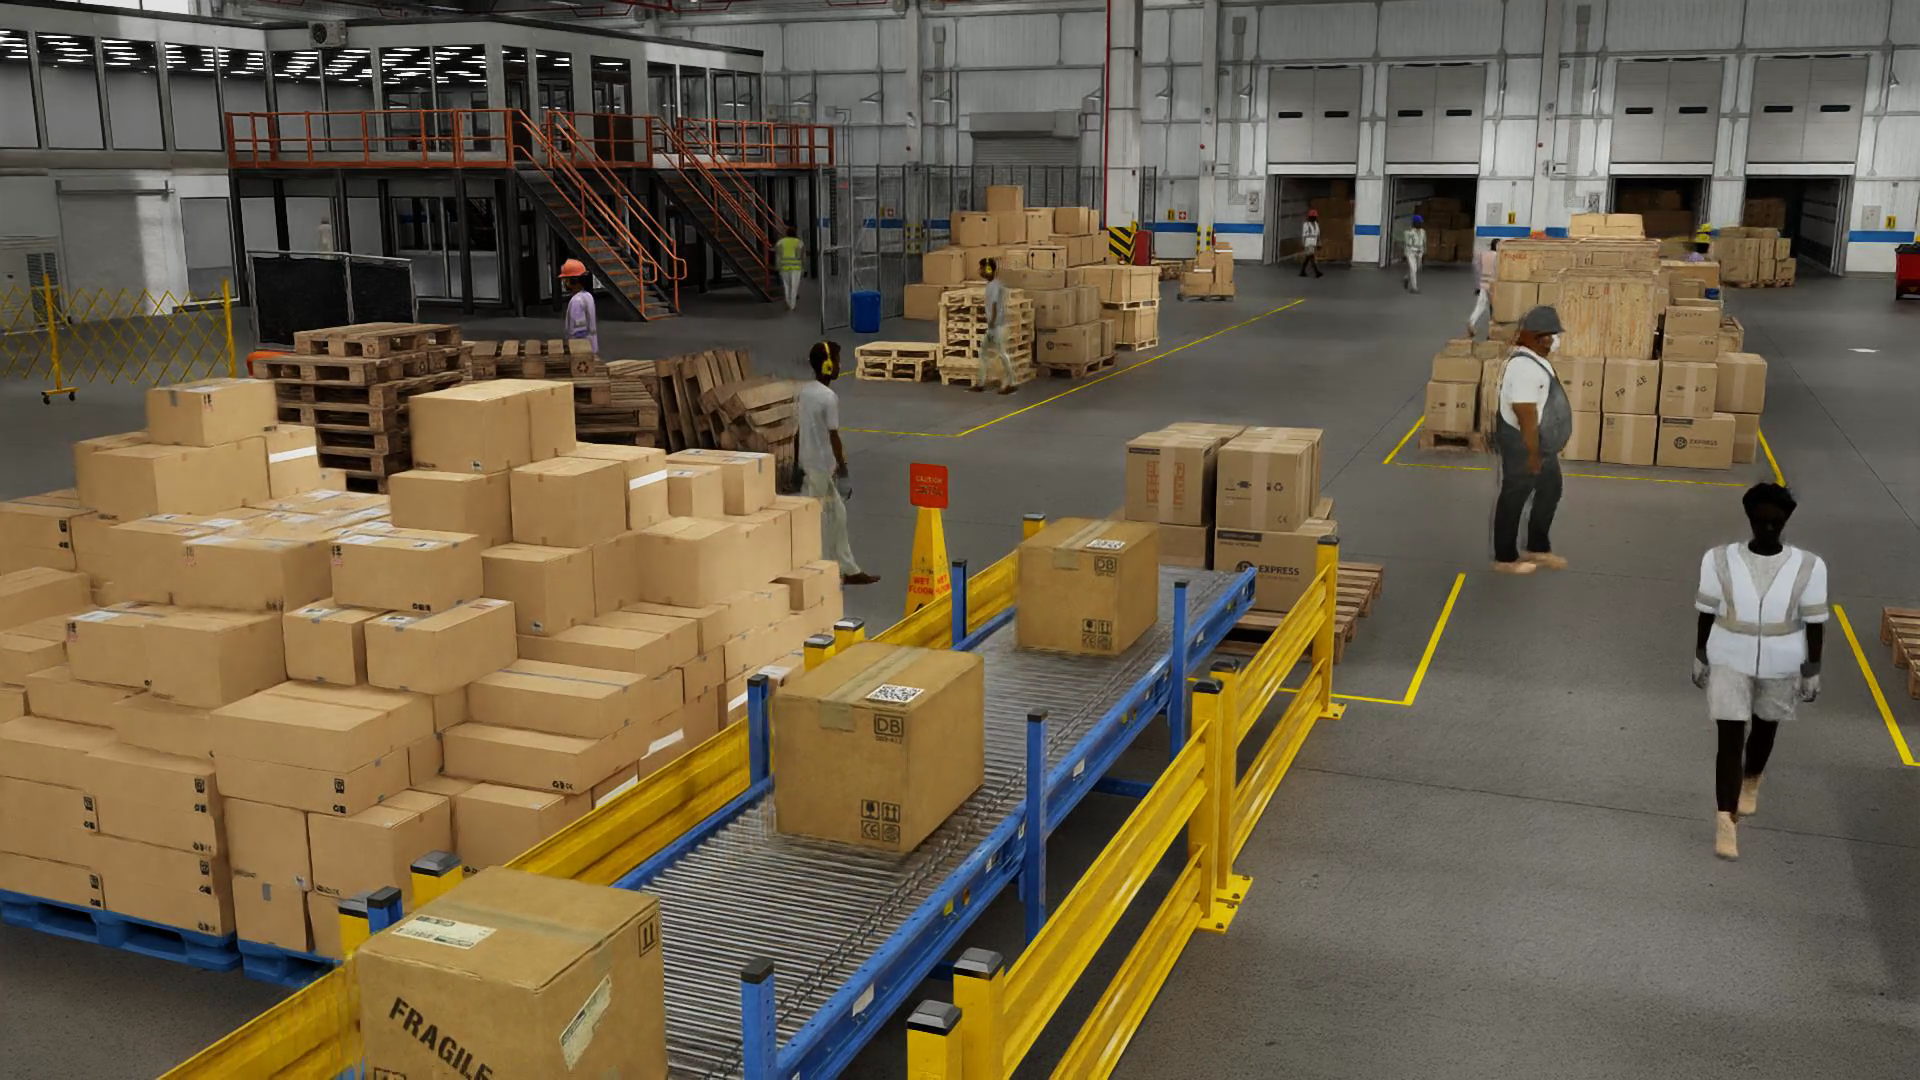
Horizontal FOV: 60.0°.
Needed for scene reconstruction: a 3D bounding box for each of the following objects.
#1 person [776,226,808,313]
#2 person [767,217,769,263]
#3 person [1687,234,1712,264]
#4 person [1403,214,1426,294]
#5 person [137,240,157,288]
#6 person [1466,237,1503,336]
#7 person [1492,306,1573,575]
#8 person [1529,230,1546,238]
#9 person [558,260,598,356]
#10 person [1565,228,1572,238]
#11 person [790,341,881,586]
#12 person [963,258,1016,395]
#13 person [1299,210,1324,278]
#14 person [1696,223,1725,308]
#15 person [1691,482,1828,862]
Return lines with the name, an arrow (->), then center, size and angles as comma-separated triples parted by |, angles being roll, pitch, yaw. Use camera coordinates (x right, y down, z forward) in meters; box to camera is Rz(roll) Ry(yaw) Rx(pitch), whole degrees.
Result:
person -> -3.556, -5.778, 35.516 | 0.659, 1.809, 0.882 | 2, 13, 8
person -> -5.778, -8.821, 48.756 | 0.395, 1.994, 0.613 | 4, 13, 18
person -> 13.142, -4.481, 29.536 | 0.986, 1.876, 0.613 | 8, 15, 32
person -> 11.148, -7.045, 40.943 | 0.620, 1.931, 0.730 | -5, 14, -23
person -> -18.270, -6.168, 37.106 | 0.662, 1.872, 0.881 | 12, 17, 42
person -> 9.591, -4.573, 30.167 | 0.851, 1.812, 0.637 | -10, 16, -37
person -> 4.340, -0.733, 12.372 | 0.682, 2.000, 0.706 | 6, 14, 24
person -> 10.398, -4.554, 29.757 | 0.990, 1.952, 0.624 | -3, 13, -14
person -> -4.175, -2.043, 18.243 | 0.394, 2.042, 0.611 | 0, 13, 0
person -> 12.469, -5.393, 33.614 | 0.938, 1.904, 0.626 | 7, 14, 28
person -> -1.034, -0.506, 11.861 | 0.966, 1.827, 0.532 | -6, 14, -27
person -> 0.386, -2.863, 22.398 | 0.832, 1.825, 0.691 | -2, 13, -7
person -> 9.927, -8.339, 46.847 | 0.561, 1.884, 0.980 | -9, 15, -35
person -> 15.763, -5.726, 35.106 | 0.824, 1.901, 0.592 | 3, 13, 14
person -> 3.601, 0.542, 7.527 | 0.536, 1.655, 0.852 | 5, 13, 21
